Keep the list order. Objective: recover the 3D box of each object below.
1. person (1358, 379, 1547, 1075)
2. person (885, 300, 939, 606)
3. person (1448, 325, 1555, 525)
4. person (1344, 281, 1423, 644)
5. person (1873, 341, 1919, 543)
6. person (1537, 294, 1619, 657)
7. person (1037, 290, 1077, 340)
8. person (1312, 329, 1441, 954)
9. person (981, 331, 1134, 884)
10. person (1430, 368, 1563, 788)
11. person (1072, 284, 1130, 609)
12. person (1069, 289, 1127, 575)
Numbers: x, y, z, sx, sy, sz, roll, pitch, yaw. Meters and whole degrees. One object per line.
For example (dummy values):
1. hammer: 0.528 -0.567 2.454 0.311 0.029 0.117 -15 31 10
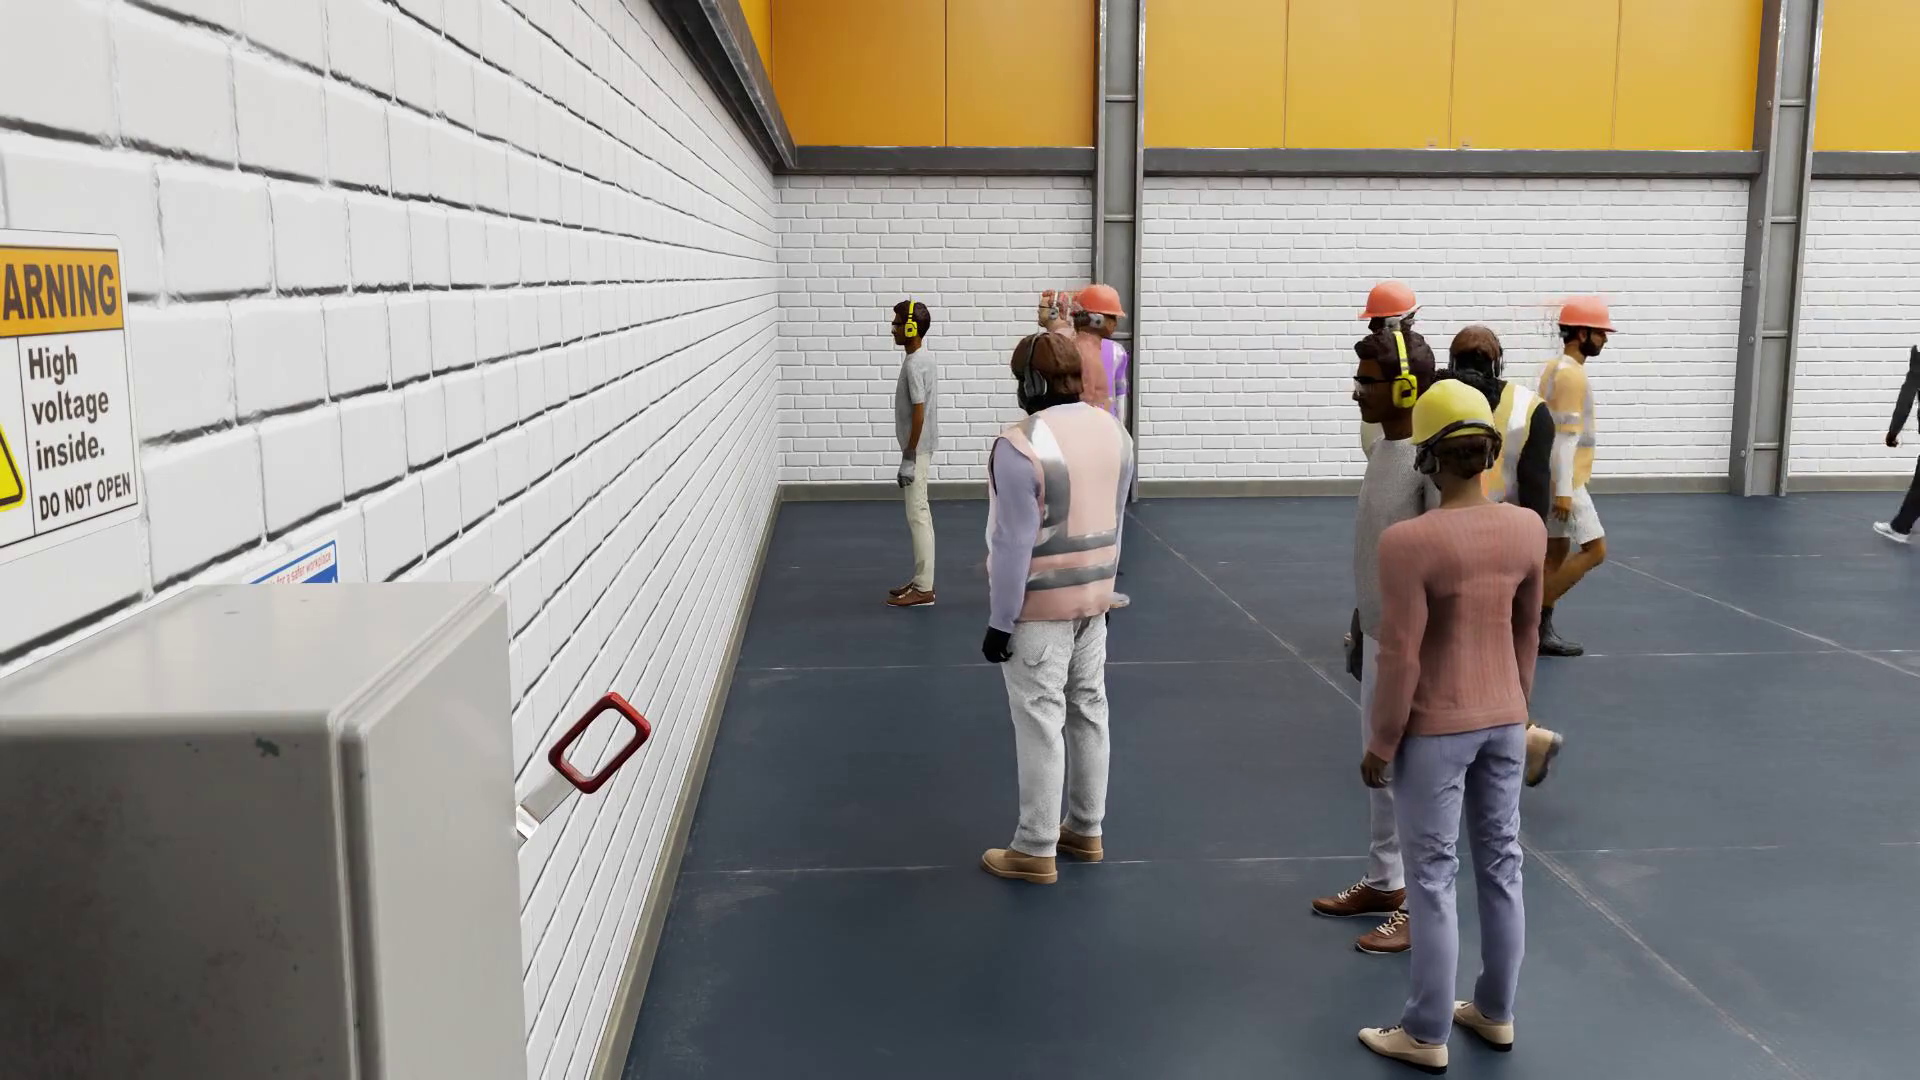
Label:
1. person: 1.248 0.475 4.252 0.523 1.763 0.329 -4 10 -26
2. person: -0.295 -0.523 10.208 0.328 1.862 0.511 1 9 3
3. person: 2.167 0.002 7.075 0.635 1.813 0.624 4 10 23
4. person: 2.270 -0.357 8.762 0.391 1.989 0.610 0 9 3
5. person: 7.090 -0.865 12.268 0.624 1.880 0.910 -4 10 -22
6. person: 3.189 -0.317 8.720 0.426 1.921 0.564 2 9 13
7. person: 0.707 -0.964 12.832 0.409 1.908 0.642 1 9 8
8. person: 1.307 0.306 4.996 0.312 1.862 0.532 -2 9 -11
9. person: 0.297 0.225 5.587 0.429 1.839 0.623 8 12 41
10. person: 1.982 0.180 6.391 0.650 1.677 0.542 5 11 31
11. person: 0.816 -0.557 10.092 0.661 1.966 0.617 -1 9 -6
12. person: 0.858 -0.701 11.149 0.568 1.935 0.499 -4 10 -23
